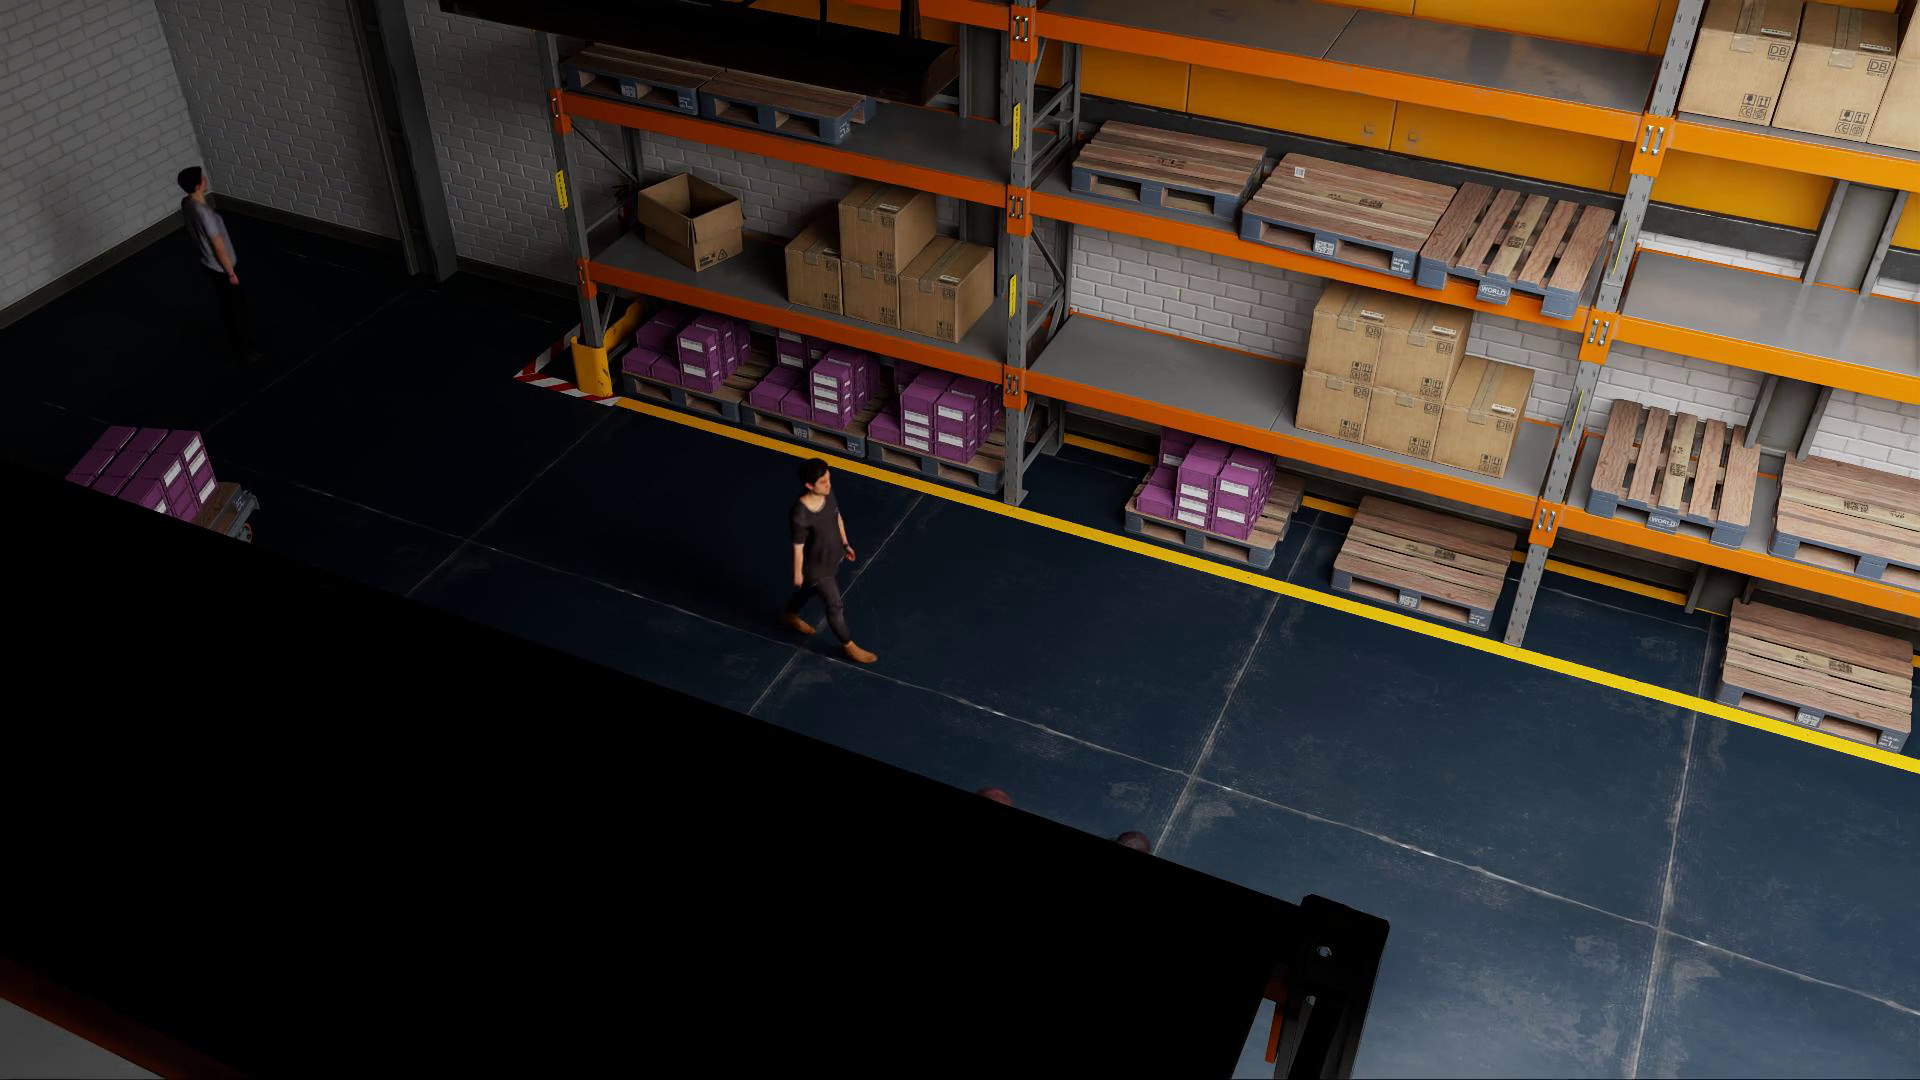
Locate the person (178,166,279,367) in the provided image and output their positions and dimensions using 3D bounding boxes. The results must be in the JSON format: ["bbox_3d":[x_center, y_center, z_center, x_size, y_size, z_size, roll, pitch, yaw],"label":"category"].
[{"bbox_3d":[-6.550,-2.406,14.645,0.821,1.863,0.662,-31,48,-33],"label":"person"}]

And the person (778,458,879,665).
[{"bbox_3d":[-1.049,0.097,11.656,1.084,1.680,0.679,13,40,16],"label":"person"}]
